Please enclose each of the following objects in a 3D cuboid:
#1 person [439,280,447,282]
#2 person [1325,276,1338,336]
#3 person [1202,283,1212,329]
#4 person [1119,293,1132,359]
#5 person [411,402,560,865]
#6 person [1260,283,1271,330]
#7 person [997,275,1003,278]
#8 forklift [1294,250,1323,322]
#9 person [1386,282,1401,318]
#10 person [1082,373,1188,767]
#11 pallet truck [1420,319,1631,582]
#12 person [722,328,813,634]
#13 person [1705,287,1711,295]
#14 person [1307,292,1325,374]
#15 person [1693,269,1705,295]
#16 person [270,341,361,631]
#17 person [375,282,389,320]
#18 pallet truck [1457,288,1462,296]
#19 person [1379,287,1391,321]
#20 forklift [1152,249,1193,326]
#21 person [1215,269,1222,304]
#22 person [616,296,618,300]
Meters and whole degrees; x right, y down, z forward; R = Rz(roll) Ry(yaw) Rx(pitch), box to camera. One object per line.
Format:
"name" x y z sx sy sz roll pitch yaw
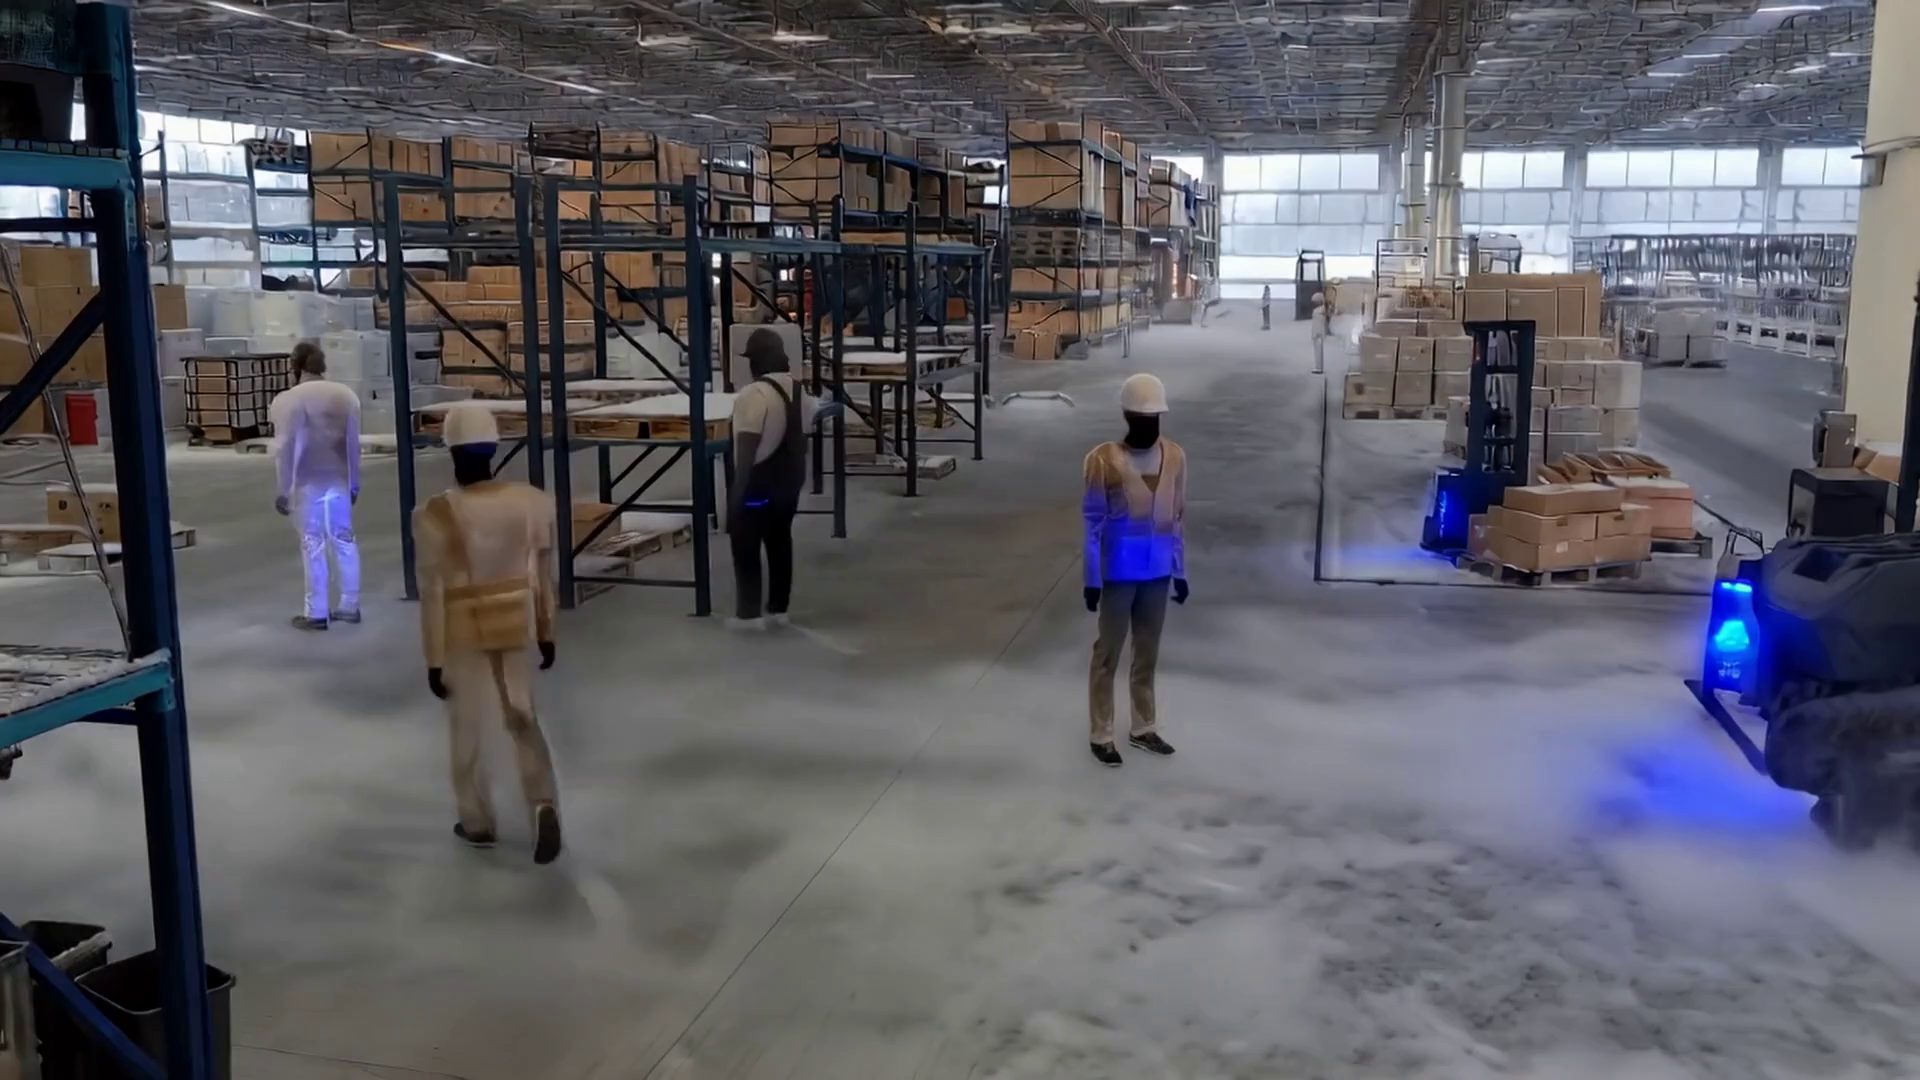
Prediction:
"person" -12.107 -5.116 39.114 0.611 1.996 0.378 6 11 31
"person" 12.001 -7.548 53.691 0.372 1.934 0.551 6 11 32
"person" 8.801 -8.320 59.204 0.370 1.617 0.514 1 10 5
"person" 4.133 -5.329 41.421 0.310 1.644 0.514 1 10 5
"person" -1.912 0.388 6.792 0.596 1.907 0.789 -6 11 -33
"person" 10.710 -8.164 58.234 0.278 1.633 0.507 7 12 38
"person" 2.071 -12.968 86.233 0.623 1.797 0.947 1 10 7
"forklift" 13.778 -10.002 65.433 1.129 2.768 1.873 2 10 12
"person" 10.093 -5.046 38.872 0.356 1.937 0.552 4 10 24
"person" 0.876 0.142 8.183 0.591 1.926 0.386 -5 11 -27
"pallet truck" 4.543 -0.757 13.299 0.823 1.965 1.885 -4 10 -22
"person" -1.303 -0.408 11.105 0.535 2.000 0.716 6 11 30
"person" 38.626 -12.929 85.848 0.564 1.839 0.390 2 10 12
"person" 7.741 -4.477 36.012 0.317 1.769 0.523 -1 10 -5
"person" 35.456 -11.989 79.812 0.611 1.997 0.375 0 10 -3
"person" -4.301 -0.360 11.138 0.373 1.935 0.628 7 12 35
"person" -14.475 -5.574 42.094 0.587 1.911 0.397 -5 11 -26
"pallet truck" 20.506 -9.785 68.819 0.653 1.274 1.630 2 10 12
"person" 10.883 -5.495 41.951 0.611 1.791 0.868 -7 12 -37
"forklift" 7.646 -9.320 61.395 1.873 2.768 1.129 2 10 11
"person" 14.146 -14.057 92.297 0.883 1.907 0.613 2 10 9
"person" -8.522 -5.258 41.045 0.526 1.628 0.313 1 10 4
